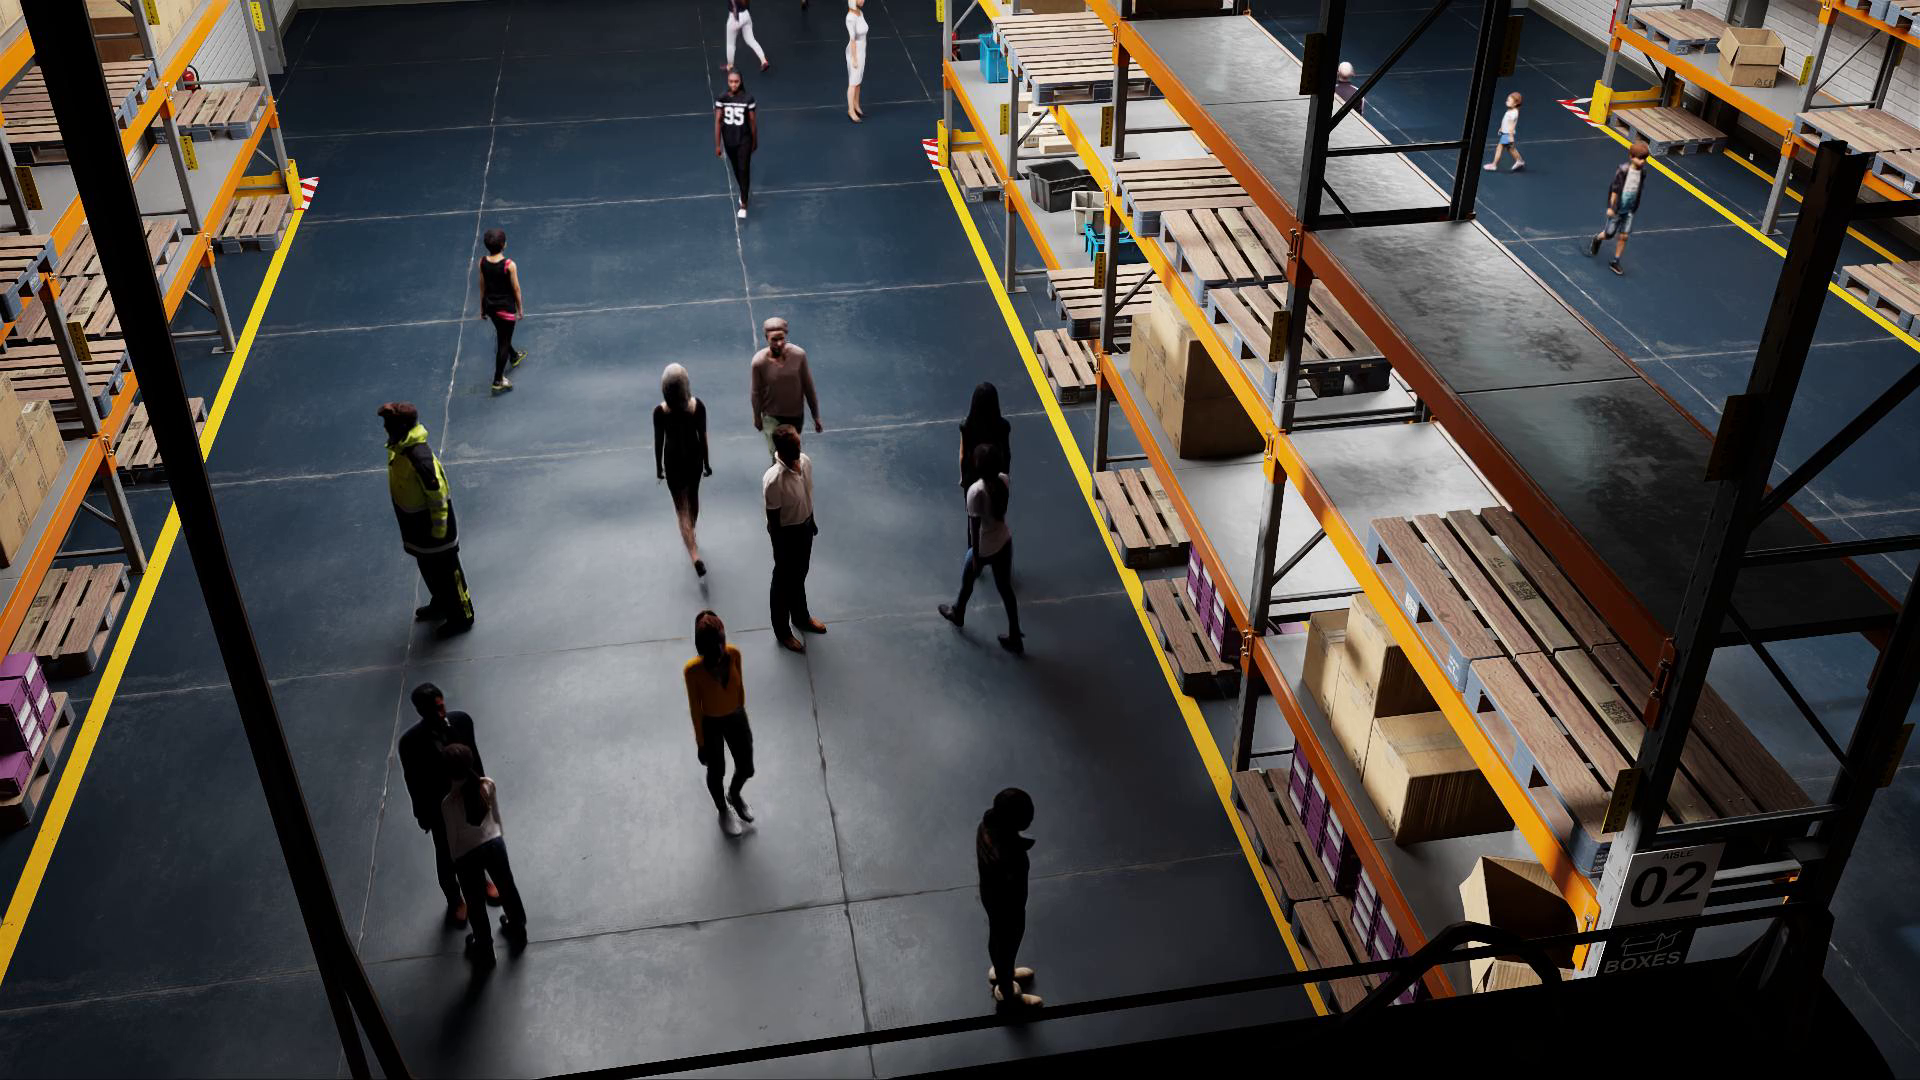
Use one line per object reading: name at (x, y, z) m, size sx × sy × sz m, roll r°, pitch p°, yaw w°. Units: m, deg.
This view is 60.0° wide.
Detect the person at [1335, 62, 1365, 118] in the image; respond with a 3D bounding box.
person at (4.383, -4.629, 19.321) m, size 0.747 × 1.836 × 0.686 m, roll 4°, pitch 34°, yaw 6°

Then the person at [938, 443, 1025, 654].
person at (0.289, 0.103, 12.338) m, size 0.982 × 1.685 × 1.124 m, roll -28°, pitch 43°, yaw -36°

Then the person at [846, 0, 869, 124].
person at (-1.387, -6.473, 22.174) m, size 0.697 × 1.749 × 0.570 m, roll 7°, pitch 34°, yaw 11°

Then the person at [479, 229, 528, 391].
person at (-4.450, -2.190, 15.951) m, size 0.869 × 1.504 × 1.091 m, roll 11°, pitch 35°, yaw 15°

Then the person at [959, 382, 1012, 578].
person at (0.198, -0.477, 13.164) m, size 0.580 × 1.737 × 0.525 m, roll -1°, pitch 34°, yaw -2°

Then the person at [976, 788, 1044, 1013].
person at (0.241, 2.054, 9.426) m, size 0.652 × 1.659 × 0.591 m, roll 9°, pitch 35°, yaw 13°

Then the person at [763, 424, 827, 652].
person at (-1.280, -0.065, 12.437) m, size 0.805 × 1.856 × 0.736 m, roll 19°, pitch 38°, yaw 27°

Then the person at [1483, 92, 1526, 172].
person at (6.901, -5.089, 20.763) m, size 0.630 × 1.005 × 0.710 m, roll 6°, pitch 34°, yaw 10°

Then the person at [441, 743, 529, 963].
person at (-2.840, 1.843, 9.838) m, size 0.647 × 1.554 × 0.601 m, roll 27°, pitch 42°, yaw 34°

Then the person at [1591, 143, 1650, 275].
person at (7.241, -3.671, 18.241) m, size 0.537 × 1.437 × 0.782 m, roll -5°, pitch 34°, yaw -8°

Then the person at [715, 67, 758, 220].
person at (-2.611, -4.685, 19.545) m, size 0.833 × 1.680 × 1.234 m, roll 3°, pitch 34°, yaw 4°

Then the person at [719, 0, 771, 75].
person at (-3.085, -7.405, 23.729) m, size 1.071 × 1.579 × 1.080 m, roll 17°, pitch 37°, yaw 23°

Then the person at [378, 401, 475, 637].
person at (-4.012, -0.184, 12.505) m, size 0.933 × 1.979 × 0.797 m, roll -25°, pitch 41°, yaw -32°

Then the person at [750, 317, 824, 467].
person at (-1.494, -1.049, 13.949) m, size 0.870 × 1.820 × 1.298 m, roll -13°, pitch 36°, yaw -18°

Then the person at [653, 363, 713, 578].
person at (-2.172, -0.534, 13.195) m, size 0.734 × 1.798 × 1.178 m, roll -12°, pitch 35°, yaw -17°

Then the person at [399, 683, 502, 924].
person at (-3.098, 1.561, 10.109) m, size 0.731 × 1.725 × 0.709 m, roll 27°, pitch 42°, yaw 35°

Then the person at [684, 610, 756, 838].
person at (-1.591, 1.159, 10.699) m, size 0.669 × 1.741 × 0.703 m, roll -20°, pitch 39°, yaw -28°
